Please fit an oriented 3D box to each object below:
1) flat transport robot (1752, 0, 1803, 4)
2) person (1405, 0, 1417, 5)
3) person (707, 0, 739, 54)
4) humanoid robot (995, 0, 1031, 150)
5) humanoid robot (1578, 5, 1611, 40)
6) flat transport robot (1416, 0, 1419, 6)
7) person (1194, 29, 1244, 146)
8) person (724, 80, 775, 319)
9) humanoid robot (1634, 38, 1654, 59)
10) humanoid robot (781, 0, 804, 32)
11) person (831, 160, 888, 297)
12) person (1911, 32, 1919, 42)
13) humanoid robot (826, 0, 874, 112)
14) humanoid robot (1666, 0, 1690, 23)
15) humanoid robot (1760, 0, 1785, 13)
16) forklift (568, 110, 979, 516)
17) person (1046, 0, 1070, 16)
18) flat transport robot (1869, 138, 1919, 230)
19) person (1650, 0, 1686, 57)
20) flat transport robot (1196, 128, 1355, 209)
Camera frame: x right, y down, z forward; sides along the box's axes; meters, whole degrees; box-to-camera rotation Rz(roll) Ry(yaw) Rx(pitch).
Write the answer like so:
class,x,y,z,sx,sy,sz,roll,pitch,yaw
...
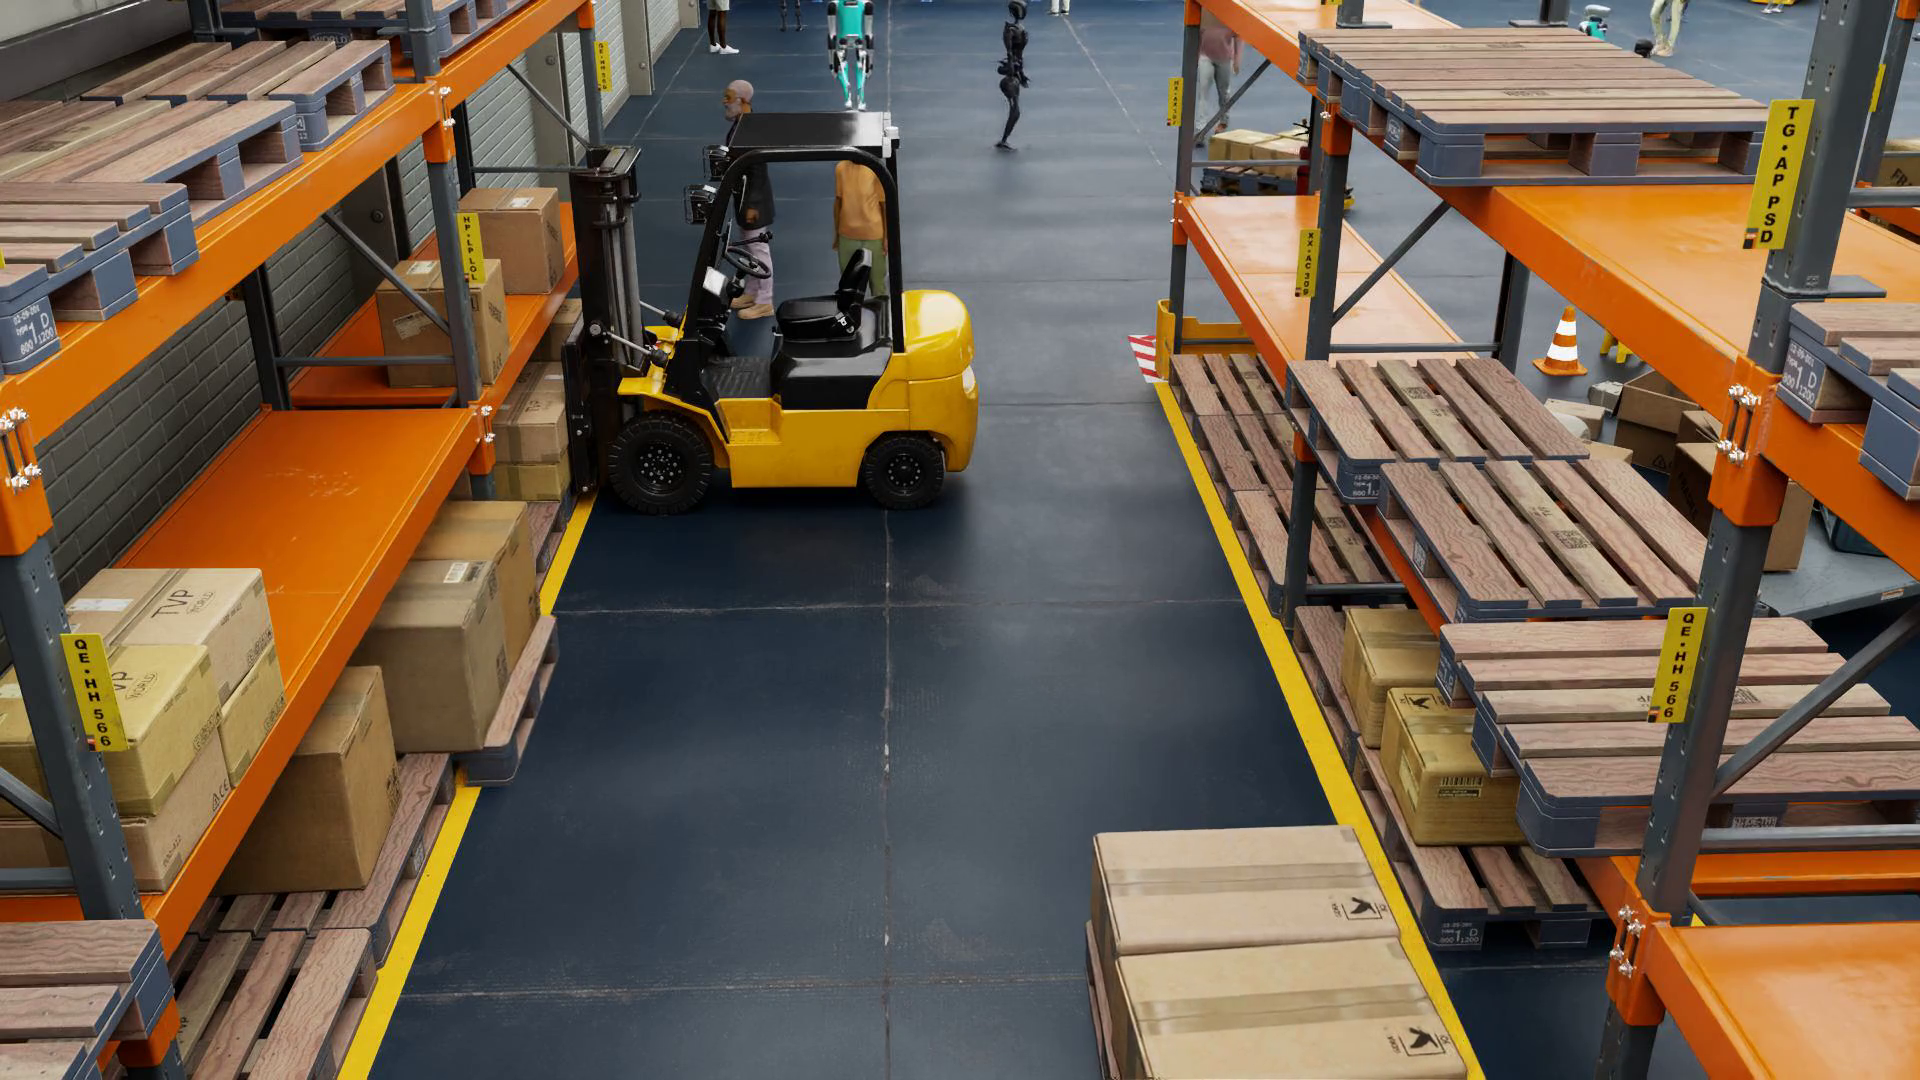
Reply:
class,x,y,z,sx,sy,sz,roll,pitch,yaw
flat transport robot,15.053,-9.999,30.478,0.659,0.231,1.431,18,31,33
person,6.858,-8.467,25.402,0.561,1.837,0.388,-23,33,-39
person,-3.633,-8.265,24.898,0.370,1.898,0.555,-20,32,-36
humanoid robot,0.579,-5.230,18.742,0.379,1.650,0.599,7,26,14
humanoid robot,6.768,-4.613,17.476,0.720,1.897,0.550,21,32,37
flat transport robot,6.492,-8.012,26.270,0.659,0.231,1.431,23,34,40
person,2.968,-5.561,19.197,0.641,1.884,1.071,10,27,21
person,-1.660,-2.686,13.134,0.411,1.856,0.530,-8,27,-17
humanoid robot,6.589,-4.098,16.386,0.598,1.625,0.780,-4,26,-9
humanoid robot,-2.786,-9.120,26.951,0.599,1.657,0.315,-1,25,-2
person,-0.737,-2.231,12.331,0.451,1.718,0.363,9,27,18
person,15.071,-8.465,25.514,0.537,1.716,0.865,-22,33,-38
humanoid robot,-1.224,-5.422,18.992,0.532,1.744,0.665,-4,26,-8
humanoid robot,12.144,-9.474,27.725,0.437,1.646,0.593,19,31,34
humanoid robot,14.214,-9.991,28.681,0.533,1.745,0.700,-11,27,-22
forklift,-1.043,-1.379,9.976,2.313,2.155,1.214,-1,25,-2
person,1.689,-9.946,28.629,0.563,1.748,0.336,-16,30,-31
flat transport robot,7.916,-2.003,13.546,1.431,0.231,0.659,4,26,9
person,10.506,-8.098,24.570,0.567,1.875,0.571,-16,30,-30
flat transport robot,3.163,-3.478,16.669,1.431,0.231,0.659,16,30,30
